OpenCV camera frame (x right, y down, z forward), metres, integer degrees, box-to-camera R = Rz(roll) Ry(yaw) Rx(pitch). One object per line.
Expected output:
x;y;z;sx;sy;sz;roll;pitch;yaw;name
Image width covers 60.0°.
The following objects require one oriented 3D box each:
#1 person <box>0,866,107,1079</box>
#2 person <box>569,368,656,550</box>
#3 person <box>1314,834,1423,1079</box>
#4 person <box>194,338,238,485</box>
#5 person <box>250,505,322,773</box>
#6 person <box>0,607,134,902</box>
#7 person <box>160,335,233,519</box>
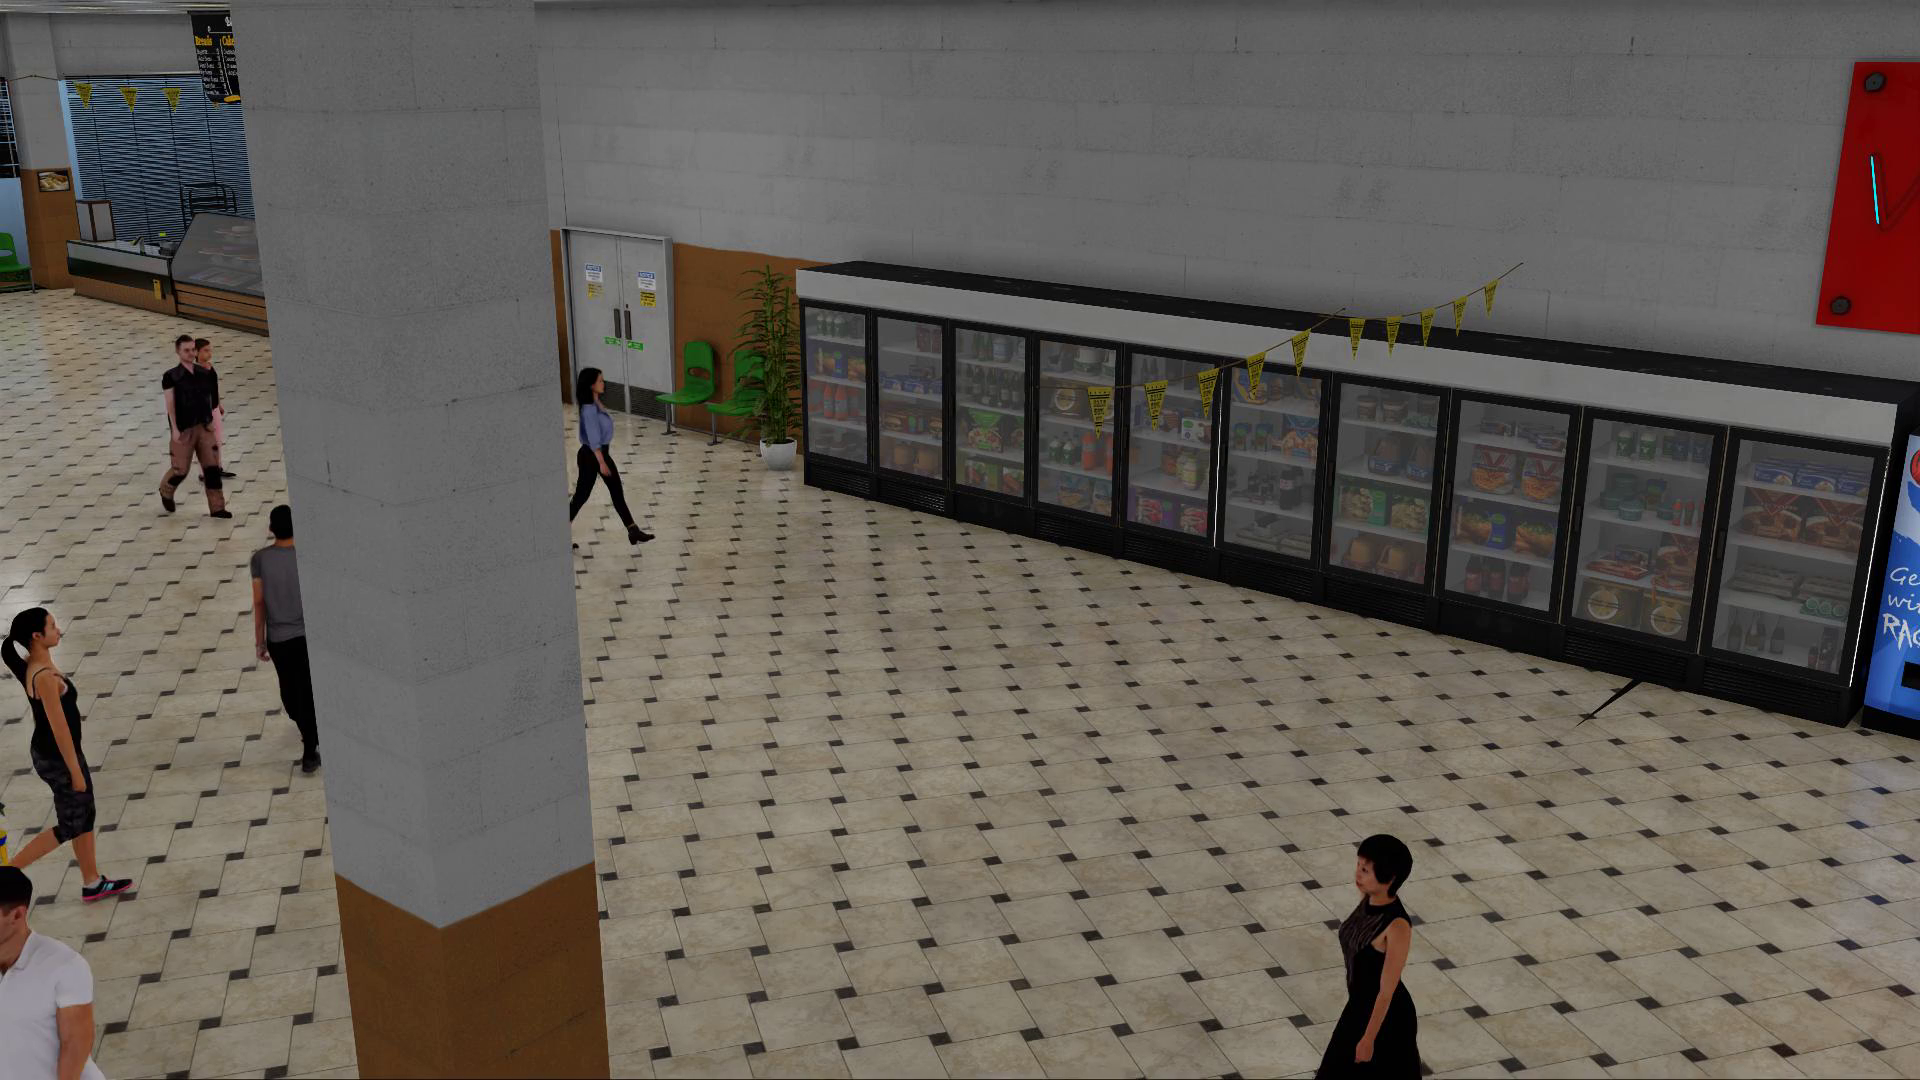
-3.273;2.013;6.105;1.039;1.816;1.219;2;17;8;person
-3.439;-0.690;15.225;1.204;1.691;1.174;-1;17;-2;person
1.786;1.945;6.765;1.090;1.563;0.998;-3;17;-9;person
-8.028;-1.380;17.719;0.645;1.562;0.548;4;17;13;person
-4.292;0.663;10.726;1.133;1.716;1.134;-4;17;-11;person
-4.918;1.217;8.909;0.987;1.711;0.718;-12;21;-35;person
-7.617;-1.098;16.360;0.810;1.812;1.060;11;20;33;person
